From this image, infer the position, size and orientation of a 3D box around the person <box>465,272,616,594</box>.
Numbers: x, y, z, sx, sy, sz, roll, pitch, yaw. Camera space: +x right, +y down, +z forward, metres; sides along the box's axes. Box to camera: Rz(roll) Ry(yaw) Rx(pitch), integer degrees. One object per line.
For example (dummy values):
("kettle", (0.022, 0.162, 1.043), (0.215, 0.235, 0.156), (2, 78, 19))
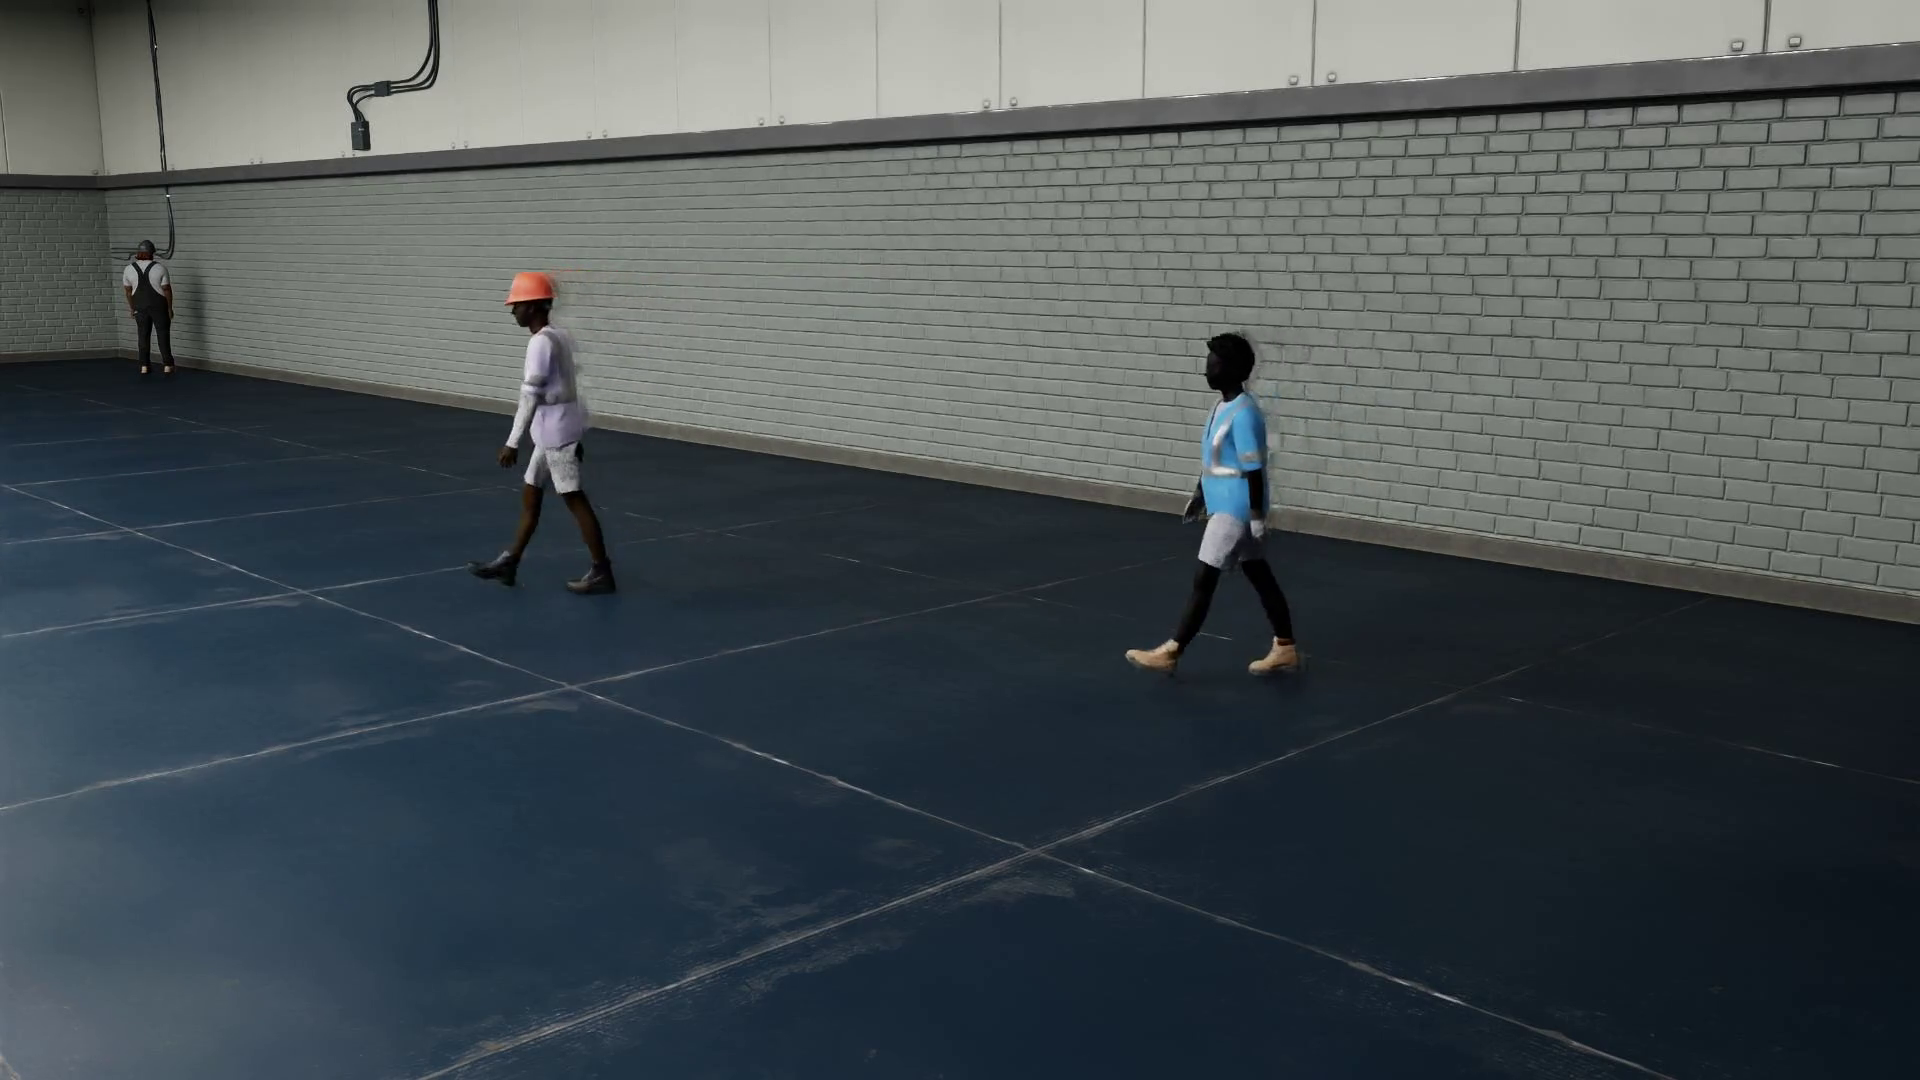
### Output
("person", (-2.497, -0.615, 9.790), (0.950, 1.885, 0.556), (-2, 11, -9))

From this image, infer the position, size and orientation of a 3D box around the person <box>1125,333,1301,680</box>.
("person", (1.249, -0.152, 7.895), (0.884, 1.645, 0.538), (0, 10, 0))

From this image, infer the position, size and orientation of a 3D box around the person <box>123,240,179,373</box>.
("person", (-12.510, -3.597, 25.757), (0.676, 2.000, 0.536), (-1, 10, -6))
